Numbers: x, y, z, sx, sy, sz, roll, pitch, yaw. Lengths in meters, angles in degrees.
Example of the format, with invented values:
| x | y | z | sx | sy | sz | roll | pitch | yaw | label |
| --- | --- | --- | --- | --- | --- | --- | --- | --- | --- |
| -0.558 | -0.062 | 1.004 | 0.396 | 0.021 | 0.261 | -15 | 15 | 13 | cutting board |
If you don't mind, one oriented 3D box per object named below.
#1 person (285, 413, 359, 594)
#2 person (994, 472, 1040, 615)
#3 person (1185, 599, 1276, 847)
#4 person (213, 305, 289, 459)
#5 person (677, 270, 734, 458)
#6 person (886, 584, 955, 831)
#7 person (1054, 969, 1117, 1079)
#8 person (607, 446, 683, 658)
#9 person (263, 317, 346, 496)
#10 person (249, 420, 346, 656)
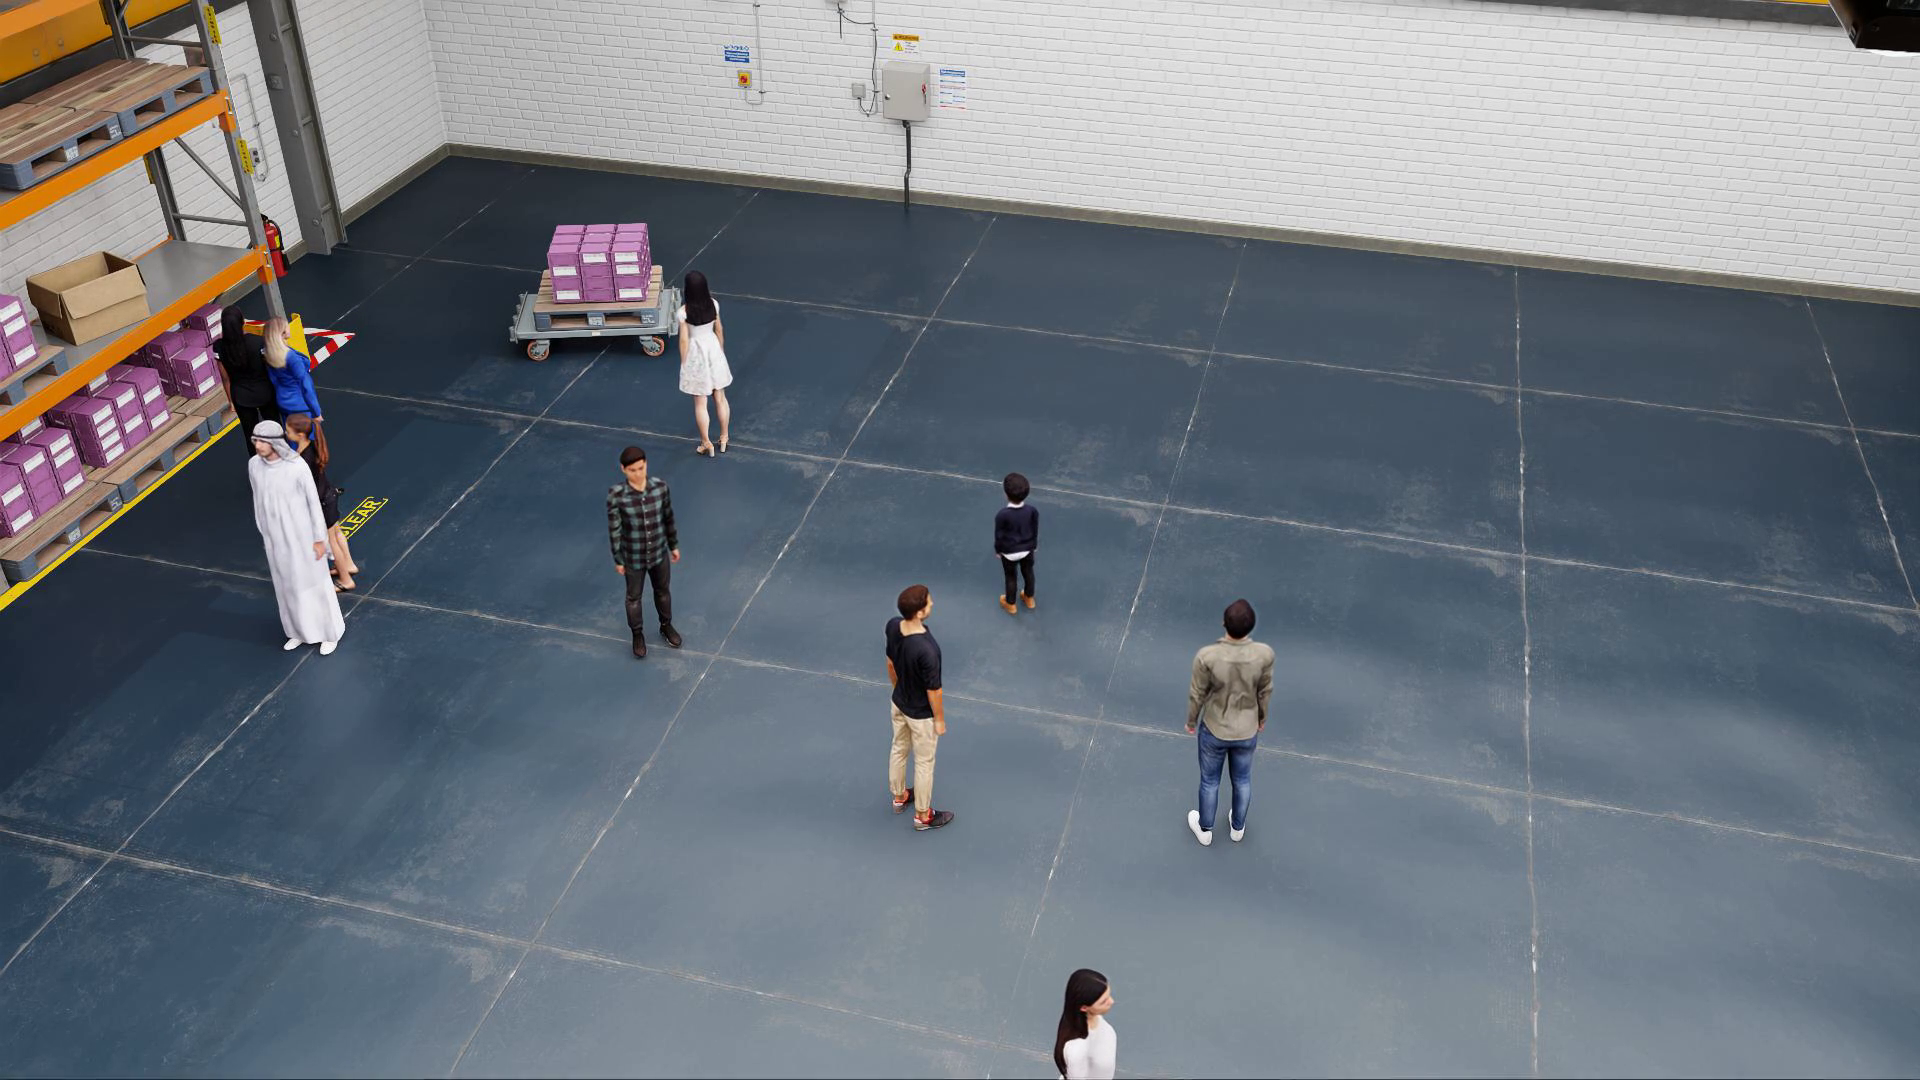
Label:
| x | y | z | sx | sy | sz | roll | pitch | yaw | label |
| --- | --- | --- | --- | --- | --- | --- | --- | --- | --- |
| -5.007 | -0.314 | 13.029 | 0.660 | 1.554 | 0.565 | -6 | 34 | -9 | person |
| 0.447 | 0.032 | 12.808 | 0.590 | 1.222 | 0.630 | -10 | 35 | -15 | person |
| 1.697 | 1.177 | 10.506 | 0.775 | 1.864 | 0.725 | -3 | 34 | -4 | person |
| -6.037 | -1.220 | 14.233 | 0.709 | 1.729 | 0.735 | -9 | 35 | -13 | person |
| -2.265 | -1.560 | 14.705 | 0.773 | 1.774 | 0.835 | -18 | 38 | -25 | person |
| -0.290 | 1.061 | 10.686 | 0.734 | 1.857 | 0.723 | -25 | 41 | -32 | person |
| 0.585 | 2.762 | 8.171 | 0.678 | 1.808 | 0.478 | 6 | 34 | 9 | person |
| -2.322 | 0.057 | 12.287 | 0.737 | 1.715 | 0.760 | -16 | 37 | -22 | person |
| -5.622 | -1.112 | 14.098 | 0.684 | 1.700 | 0.643 | 19 | 38 | 26 | person |
| -4.921 | -0.037 | 12.275 | 0.692 | 1.926 | 0.628 | 7 | 34 | 10 | person |
